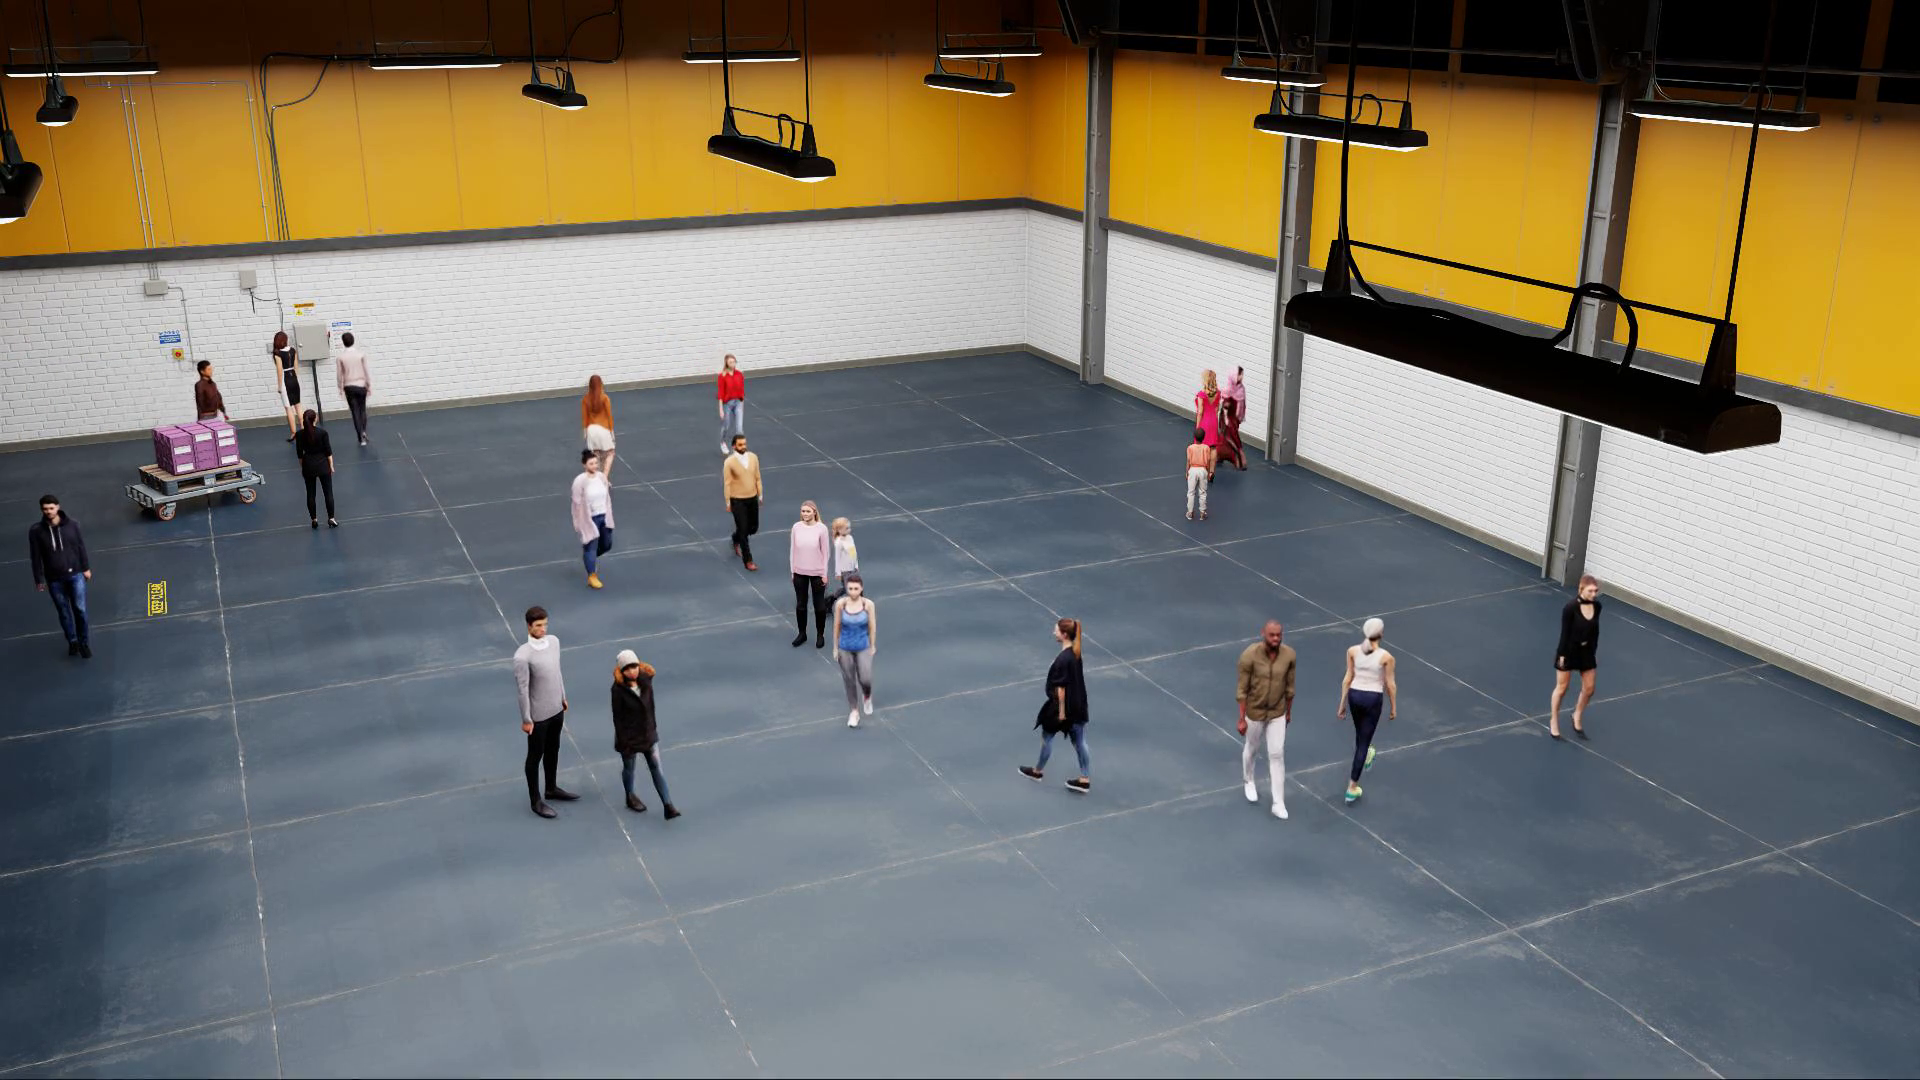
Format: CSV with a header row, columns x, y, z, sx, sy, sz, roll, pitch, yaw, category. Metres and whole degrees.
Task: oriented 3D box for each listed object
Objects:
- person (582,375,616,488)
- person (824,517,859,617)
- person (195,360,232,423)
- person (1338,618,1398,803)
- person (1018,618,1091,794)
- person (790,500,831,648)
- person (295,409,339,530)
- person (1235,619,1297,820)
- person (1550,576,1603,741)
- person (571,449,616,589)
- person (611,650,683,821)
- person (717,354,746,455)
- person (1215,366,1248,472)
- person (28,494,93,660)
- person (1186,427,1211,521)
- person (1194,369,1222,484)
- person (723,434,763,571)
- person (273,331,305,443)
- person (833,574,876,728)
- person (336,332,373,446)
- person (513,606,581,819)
x,y,z,sx,sy,sz,roll,pitch,yaw,category
-5.270,-1.536,24.190,0.757,1.715,0.795,3,19,8,person
-1.380,0.338,19.335,0.883,1.262,0.810,8,20,22,person
-11.357,-1.815,24.958,0.946,1.753,0.946,0,19,-1,person
3.652,1.566,15.078,1.187,1.651,1.118,11,22,30,person
1.061,1.535,15.165,1.066,1.654,0.946,11,21,29,person
-1.676,0.361,18.600,0.686,1.688,0.718,4,19,11,person
-8.739,-0.962,22.571,0.667,1.661,0.651,-2,19,-7,person
2.705,1.532,14.960,0.970,1.792,1.170,-1,19,-4,person
5.996,1.146,16.184,0.657,1.741,0.696,-5,19,-13,person
-4.568,-0.281,20.441,0.930,1.730,0.837,17,25,41,person
-2.913,1.709,14.740,0.820,1.596,1.068,-18,25,-42,person
-3.578,-2.051,25.798,0.703,1.664,1.153,-11,21,-29,person
4.070,-1.872,25.368,0.839,1.599,1.132,-15,24,-38,person
-9.855,0.367,18.295,0.682,1.870,0.790,-9,21,-24,person
3.295,-0.926,23.012,0.561,1.311,0.599,2,19,7,person
3.661,-1.678,24.592,0.597,1.728,0.574,-12,22,-31,person
-2.772,-0.510,21.111,0.798,1.734,1.081,-13,23,-34,person
-10.848,-2.487,26.887,0.695,1.795,0.660,9,21,25,person
-1.046,1.069,16.634,0.718,1.600,0.782,2,19,5,person
-9.686,-2.398,26.654,0.666,1.777,1.017,-9,21,-25,person
-3.734,1.497,14.861,0.867,1.920,0.829,8,20,22,person
